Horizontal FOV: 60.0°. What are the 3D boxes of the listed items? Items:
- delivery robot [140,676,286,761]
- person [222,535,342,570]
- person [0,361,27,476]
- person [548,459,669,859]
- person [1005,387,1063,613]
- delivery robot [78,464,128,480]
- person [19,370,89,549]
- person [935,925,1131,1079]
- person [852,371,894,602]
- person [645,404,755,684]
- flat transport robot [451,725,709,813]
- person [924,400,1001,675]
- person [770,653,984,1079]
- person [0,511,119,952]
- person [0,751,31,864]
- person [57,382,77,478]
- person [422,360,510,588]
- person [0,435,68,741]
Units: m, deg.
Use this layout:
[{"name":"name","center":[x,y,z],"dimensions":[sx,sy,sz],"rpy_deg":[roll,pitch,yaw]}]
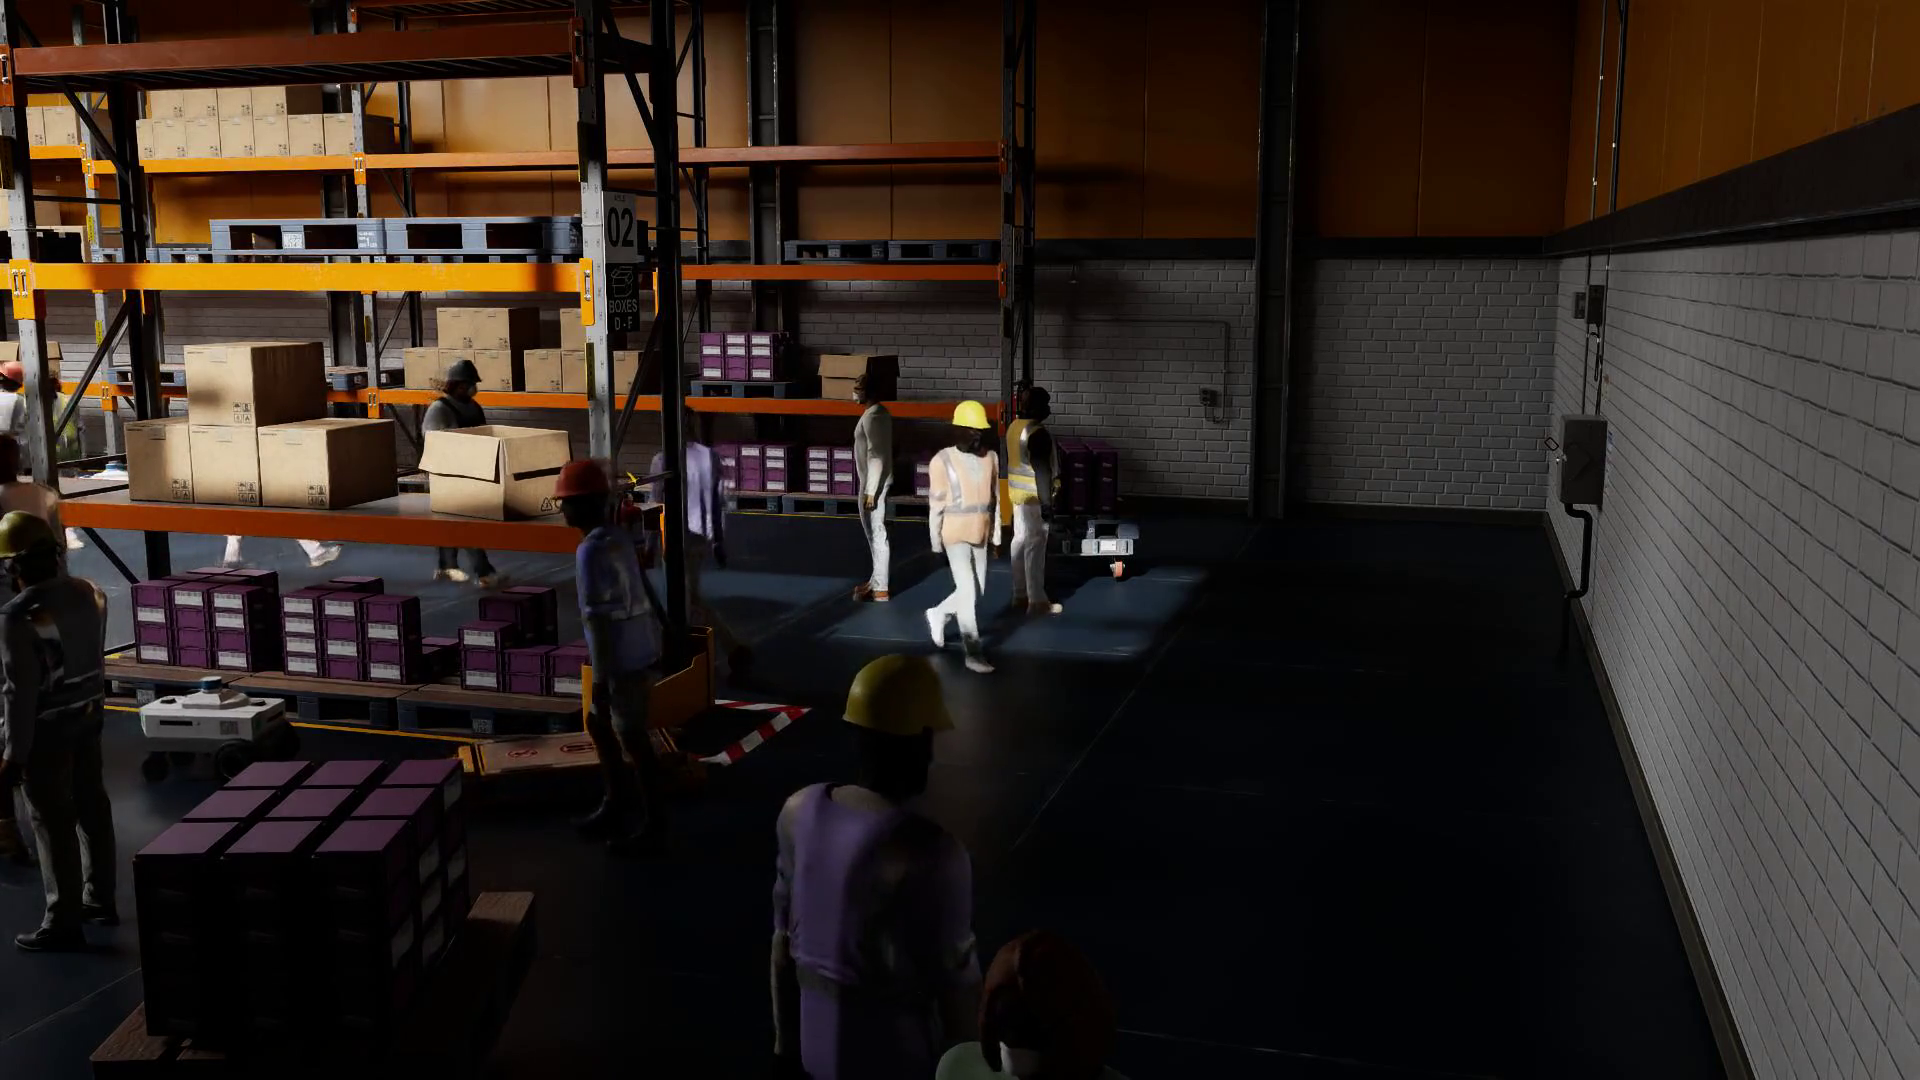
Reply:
[{"name":"delivery robot","center":[-4.102,0.994,9.143],"dimensions":[0.707,0.478,0.477],"rpy_deg":[0,9,5]},{"name":"person","center":[-6.366,-0.669,15.388],"dimensions":[1.072,1.938,0.614],"rpy_deg":[-9,13,-43]},{"name":"person","center":[-9.551,-0.824,16.516],"dimensions":[0.686,1.886,0.370],"rpy_deg":[-3,10,-19]},{"name":"person","center":[-1.683,0.569,7.964],"dimensions":[0.591,1.902,0.542],"rpy_deg":[0,9,0]},{"name":"person","center":[0.609,-0.329,13.585],"dimensions":[0.429,1.845,0.621],"rpy_deg":[-4,10,-21]},{"name":"delivery robot","center":[-9.706,-0.632,19.042],"dimensions":[0.707,0.478,0.477],"rpy_deg":[-5,10,-24]},{"name":"person","center":[-9.171,-0.834,16.795],"dimensions":[0.901,1.810,0.628],"rpy_deg":[6,11,31]},{"name":"person","center":[0.147,1.496,3.094],"dimensions":[0.499,1.633,0.279],"rpy_deg":[5,11,27]},{"name":"person","center":[-0.738,-0.449,14.021],"dimensions":[0.356,1.938,0.638],"rpy_deg":[0,9,1]},{"name":"person","center":[-1.789,0.023,11.275],"dimensions":[0.939,1.903,0.622],"rpy_deg":[5,10,26]},{"name":"flat transport robot","center":[-2.122,1.217,8.939],"dimensions":[1.431,0.197,0.652],"rpy_deg":[-3,10,-19]},{"name":"person","center":[-0.003,-0.047,11.688],"dimensions":[0.596,1.901,0.795],"rpy_deg":[-8,12,-39]},{"name":"person","center":[-0.174,1.212,3.987],"dimensions":[0.490,1.903,0.600],"rpy_deg":[-9,13,-42]},{"name":"person","center":[-3.756,0.783,6.865],"dimensions":[0.404,1.825,0.586],"rpy_deg":[1,9,6]},{"name":"person","center":[-4.878,0.546,7.813],"dimensions":[1.073,1.984,0.609],"rpy_deg":[3,10,19]},{"name":"person","center":[-9.969,-1.015,18.454],"dimensions":[0.446,1.612,0.515],"rpy_deg":[3,10,16]},{"name":"person","center":[-4.307,-0.605,14.662],"dimensions":[0.960,2.000,0.701],"rpy_deg":[3,10,16]},{"name":"person","center":[-5.444,0.332,9.504],"dimensions":[0.558,1.881,0.599],"rpy_deg":[3,10,19]}]
